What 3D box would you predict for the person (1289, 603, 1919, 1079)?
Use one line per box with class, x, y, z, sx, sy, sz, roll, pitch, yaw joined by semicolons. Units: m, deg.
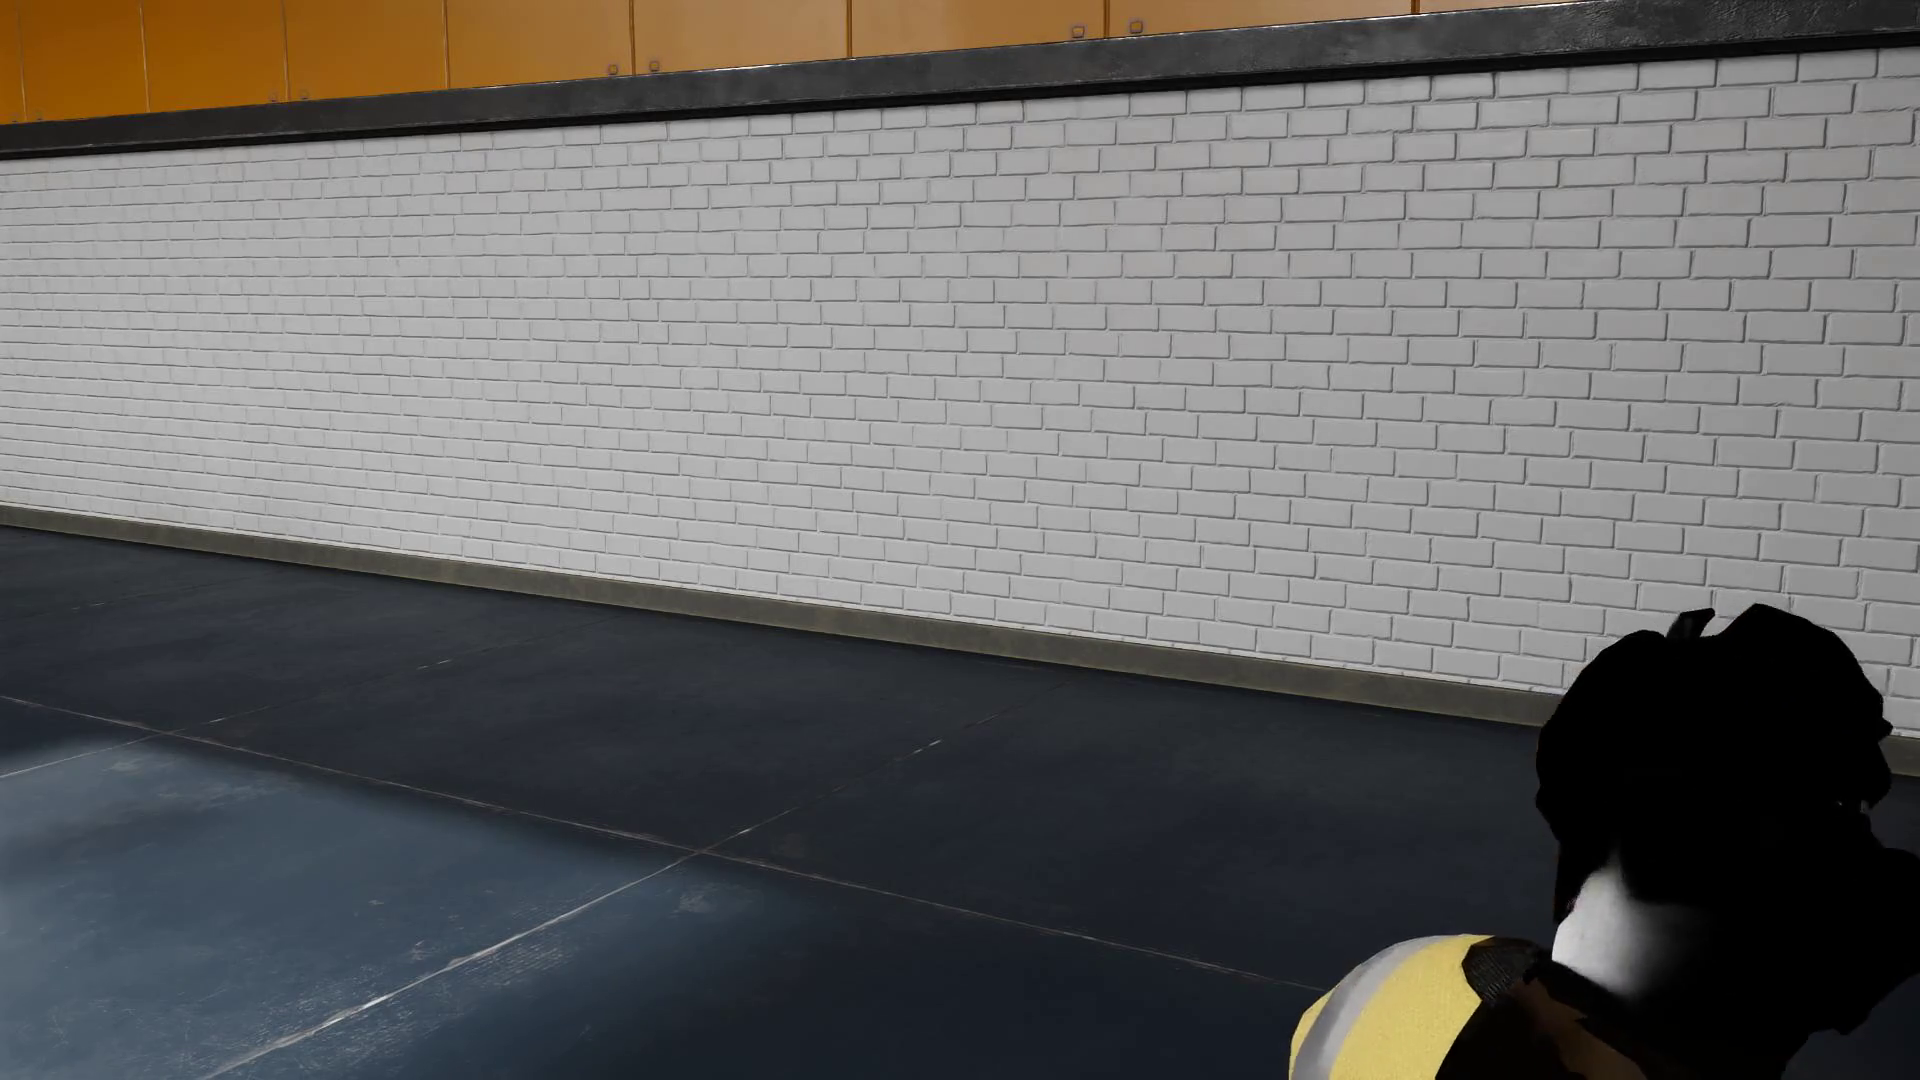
person;0.445;0.939;1.083;0.429;1.841;0.633;-3;10;-17
